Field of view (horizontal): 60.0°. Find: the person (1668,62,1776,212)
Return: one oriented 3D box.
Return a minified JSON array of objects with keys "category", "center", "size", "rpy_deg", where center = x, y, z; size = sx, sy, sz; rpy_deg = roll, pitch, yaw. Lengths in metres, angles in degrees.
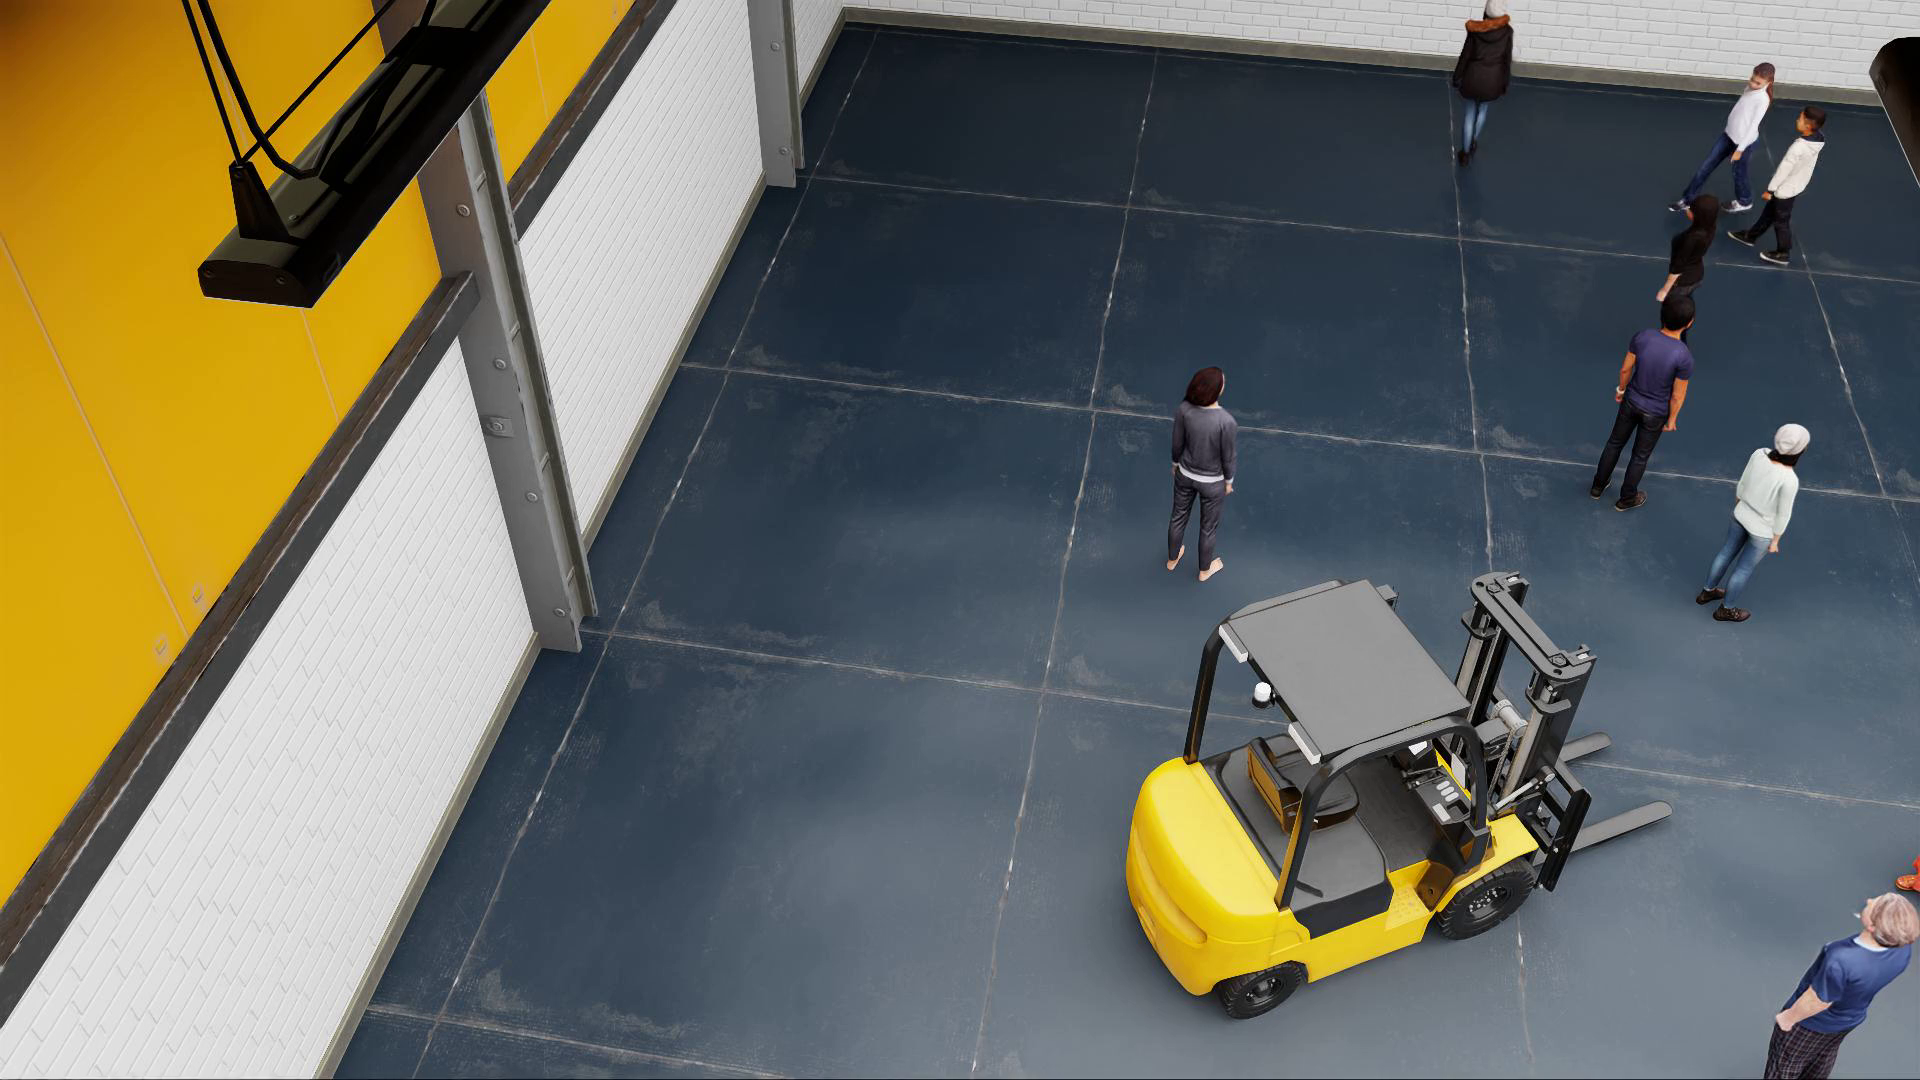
[{"category":"person","center":[6.986,-3.522,14.735],"size":[0.867,1.505,1.028],"rpy_deg":[-5,44,-5]}]

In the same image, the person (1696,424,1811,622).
[{"category":"person","center":[5.305,-0.129,11.072],"size":[0.706,1.645,0.589],"rpy_deg":[-14,45,-14]}]

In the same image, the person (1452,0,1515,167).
[{"category":"person","center":[4.840,-4.207,15.368],"size":[0.682,1.622,0.658],"rpy_deg":[2,44,2]}]

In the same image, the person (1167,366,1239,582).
[{"category":"person","center":[1.643,-0.449,11.319],"size":[0.677,1.767,0.643],"rpy_deg":[22,48,22]}]

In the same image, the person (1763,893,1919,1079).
[{"category":"person","center":[4.336,2.345,8.310],"size":[0.738,1.871,0.732],"rpy_deg":[-14,45,-15]}]

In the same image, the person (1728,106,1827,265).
[{"category":"person","center":[7.155,-3.015,14.254],"size":[0.907,1.433,0.891],"rpy_deg":[33,53,30]}]

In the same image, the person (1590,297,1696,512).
[{"category":"person","center":[4.876,-0.965,11.841],"size":[0.735,1.793,0.714],"rpy_deg":[-33,53,-30]}]

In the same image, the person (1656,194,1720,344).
[{"category":"person","center":[5.725,-2.042,13.098],"size":[0.707,1.620,0.831],"rpy_deg":[-25,49,-24]}]
